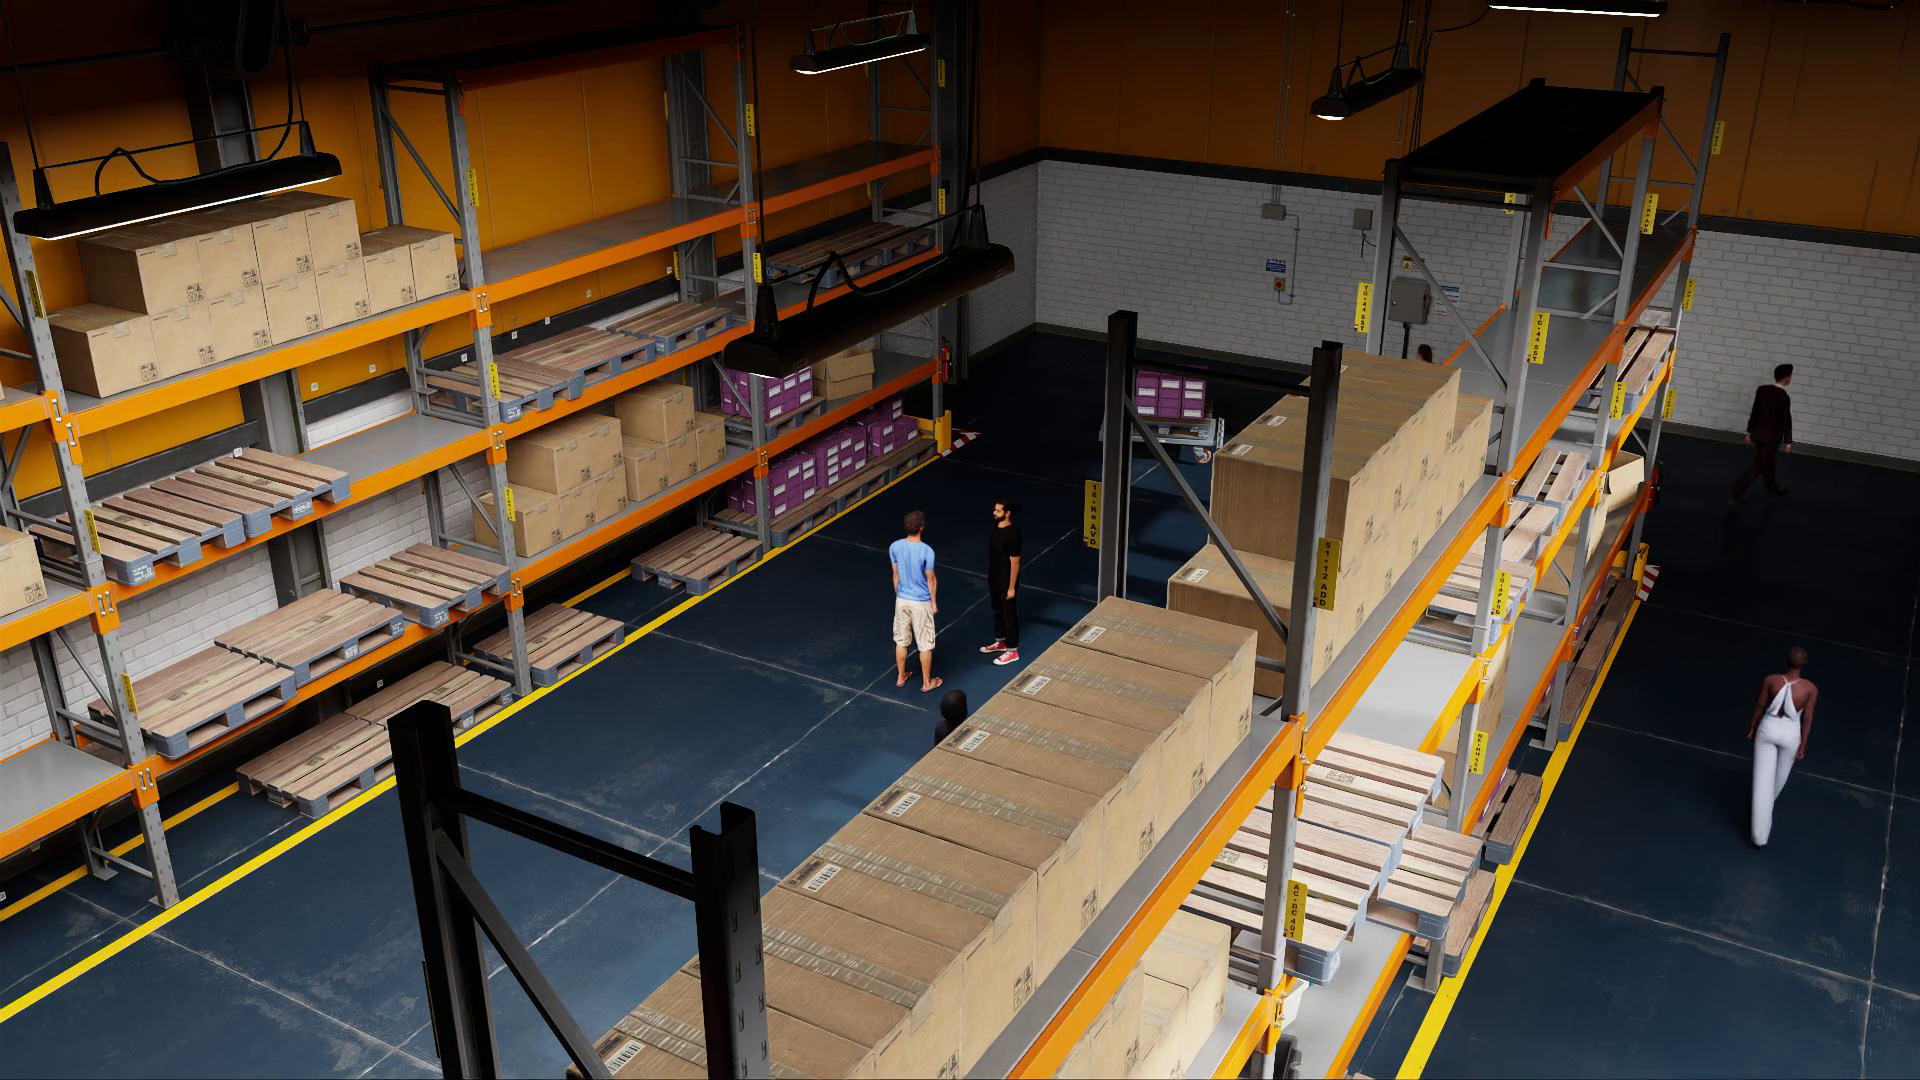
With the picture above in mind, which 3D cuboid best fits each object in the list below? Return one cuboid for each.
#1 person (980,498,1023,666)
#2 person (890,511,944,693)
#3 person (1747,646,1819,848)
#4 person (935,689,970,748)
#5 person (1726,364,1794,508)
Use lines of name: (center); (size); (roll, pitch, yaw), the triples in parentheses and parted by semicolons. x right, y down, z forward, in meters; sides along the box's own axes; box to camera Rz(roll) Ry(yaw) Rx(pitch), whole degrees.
person: (0.451, 0.389, 16.811); (0.750, 1.759, 0.725); (-11, 26, -24)
person: (-0.444, 0.590, 16.223); (0.655, 1.864, 0.578); (11, 26, 23)
person: (6.748, 1.738, 13.754); (0.666, 1.736, 1.107); (10, 26, 22)
person: (-0.058, 1.995, 13.246); (0.563, 1.671, 1.017); (13, 27, 27)
person: (9.877, -1.243, 20.472); (1.290, 1.817, 1.227); (-6, 24, -14)
